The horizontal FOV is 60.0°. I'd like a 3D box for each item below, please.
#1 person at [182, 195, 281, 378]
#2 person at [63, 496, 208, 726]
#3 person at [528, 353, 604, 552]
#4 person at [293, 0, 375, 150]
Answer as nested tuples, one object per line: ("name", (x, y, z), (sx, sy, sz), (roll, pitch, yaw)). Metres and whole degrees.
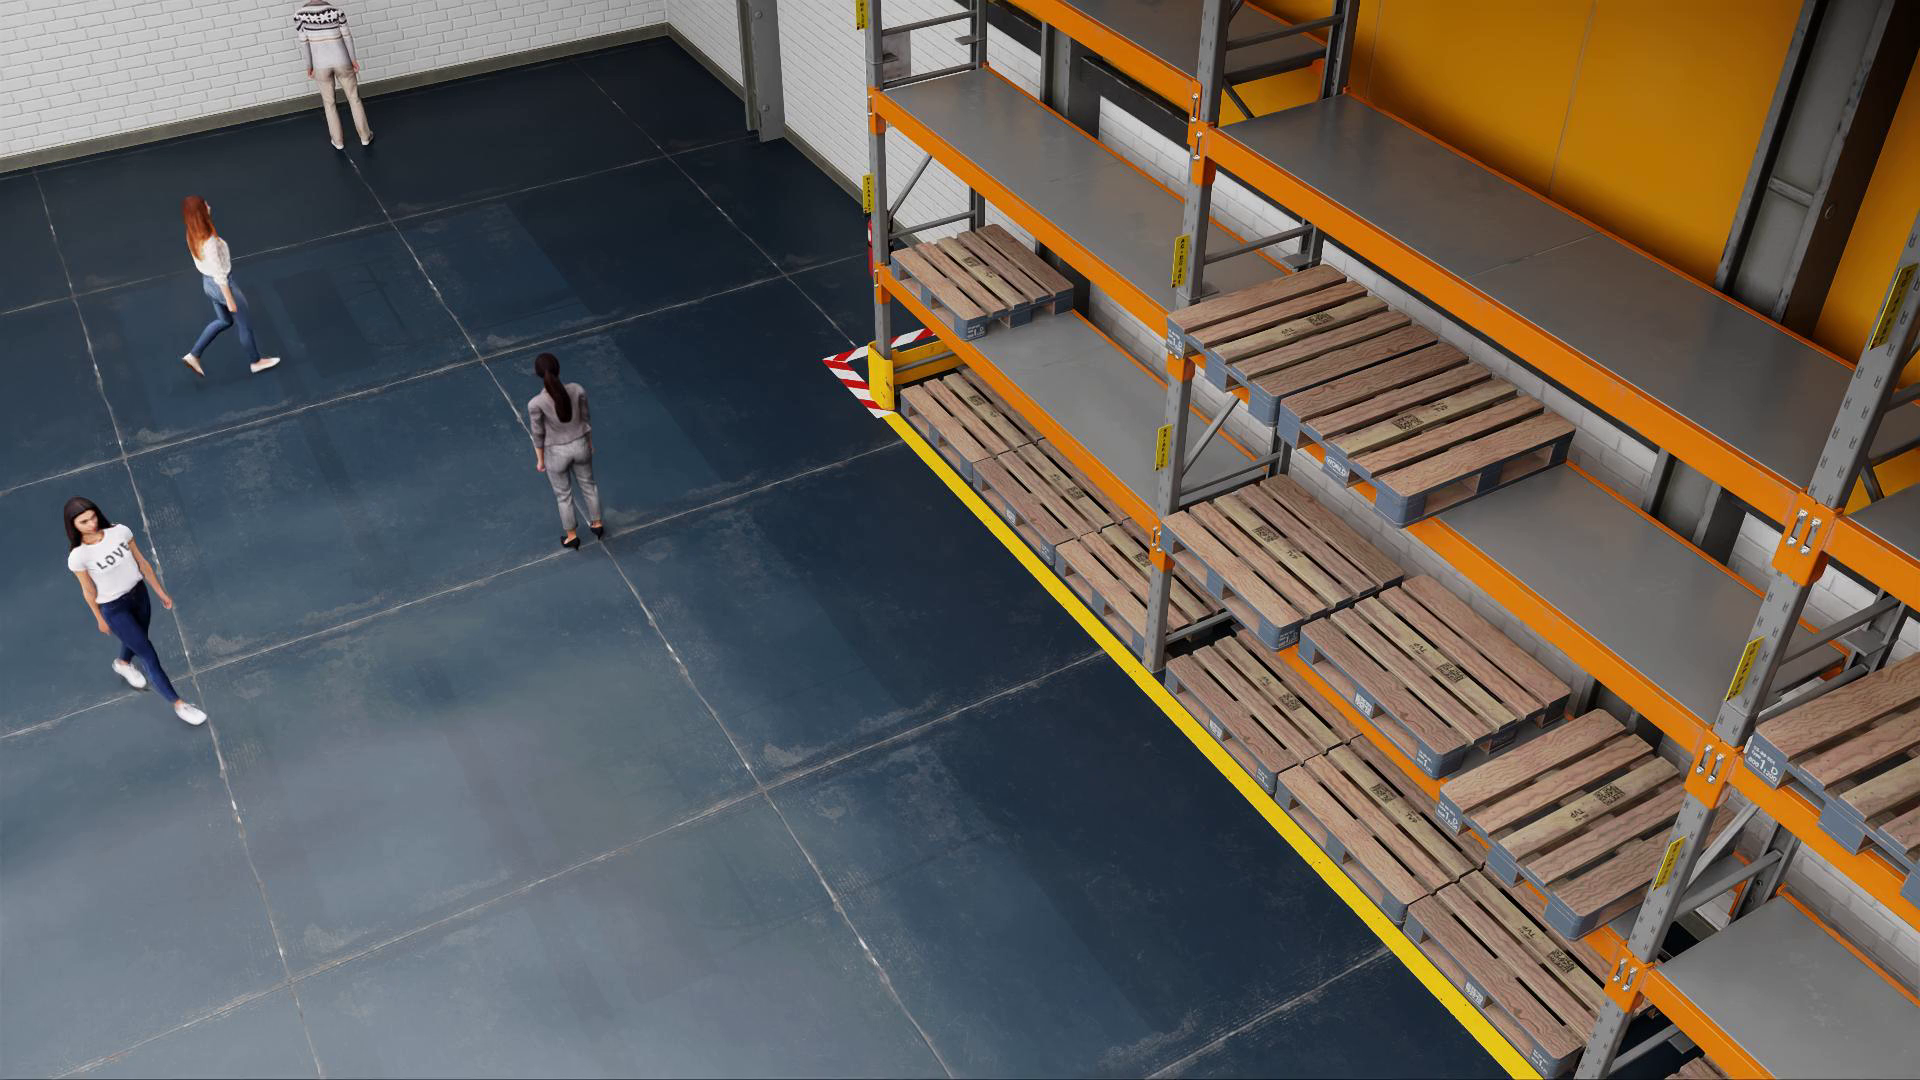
("person", (-6.344, -2.100, 14.088), (0.766, 1.711, 0.971), (-28, 46, -31))
("person", (-5.524, 0.416, 10.913), (1.197, 1.742, 1.024), (16, 41, 19))
("person", (-2.905, -0.640, 12.286), (0.629, 1.678, 0.593), (-23, 44, -26))
("person", (-6.695, -5.084, 17.705), (0.720, 1.859, 0.613), (-13, 40, -15))
